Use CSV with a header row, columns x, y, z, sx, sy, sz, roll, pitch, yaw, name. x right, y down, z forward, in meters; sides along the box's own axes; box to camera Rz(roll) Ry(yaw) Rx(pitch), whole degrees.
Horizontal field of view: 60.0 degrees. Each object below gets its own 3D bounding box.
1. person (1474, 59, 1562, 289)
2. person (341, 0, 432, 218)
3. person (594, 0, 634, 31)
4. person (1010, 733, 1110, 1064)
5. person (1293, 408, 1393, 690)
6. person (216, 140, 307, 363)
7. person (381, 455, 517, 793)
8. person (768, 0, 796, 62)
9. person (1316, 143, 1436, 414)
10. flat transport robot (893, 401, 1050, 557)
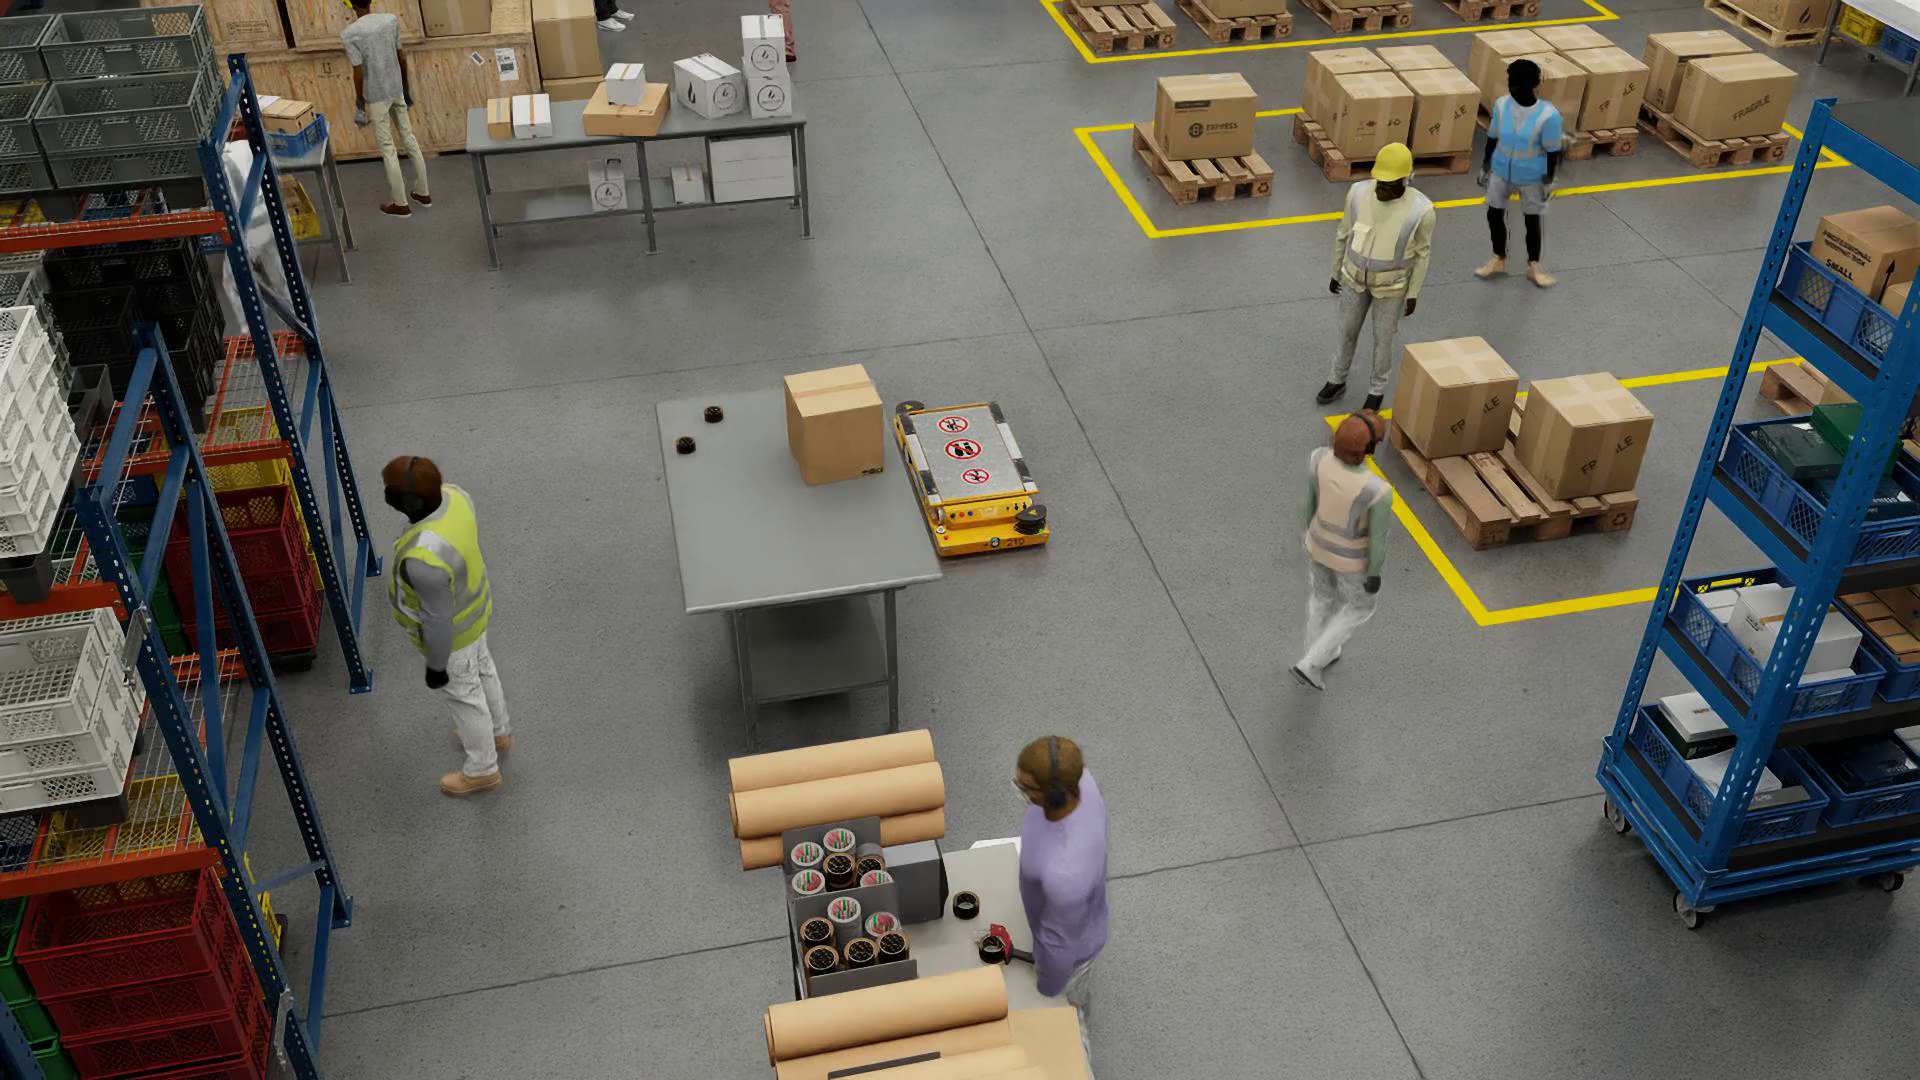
x,y,z,sx,sy,sz,roll,pitch,yaw,name
4.046,-2.597,11.868,0.711,1.655,0.340,28,45,32,person
-4.432,-3.392,12.773,0.328,1.857,0.517,25,43,29,person
-3.497,-5.979,16.196,0.395,1.920,0.587,5,37,7,person
0.364,1.456,6.199,0.383,1.931,0.626,3,37,4,person
1.888,0.067,8.306,0.402,1.624,0.539,-24,43,-28,person
-4.754,-2.031,10.936,0.703,1.859,0.572,5,37,7,person
-2.379,0.389,7.710,0.429,1.848,0.635,-2,37,-3,person
-1.754,-5.412,15.456,0.401,1.900,0.651,-6,37,-8,person
2.600,-1.634,10.430,0.600,1.827,0.404,21,42,26,person
0.046,-0.430,10.108,0.652,0.197,1.431,-8,37,-10,flat transport robot
